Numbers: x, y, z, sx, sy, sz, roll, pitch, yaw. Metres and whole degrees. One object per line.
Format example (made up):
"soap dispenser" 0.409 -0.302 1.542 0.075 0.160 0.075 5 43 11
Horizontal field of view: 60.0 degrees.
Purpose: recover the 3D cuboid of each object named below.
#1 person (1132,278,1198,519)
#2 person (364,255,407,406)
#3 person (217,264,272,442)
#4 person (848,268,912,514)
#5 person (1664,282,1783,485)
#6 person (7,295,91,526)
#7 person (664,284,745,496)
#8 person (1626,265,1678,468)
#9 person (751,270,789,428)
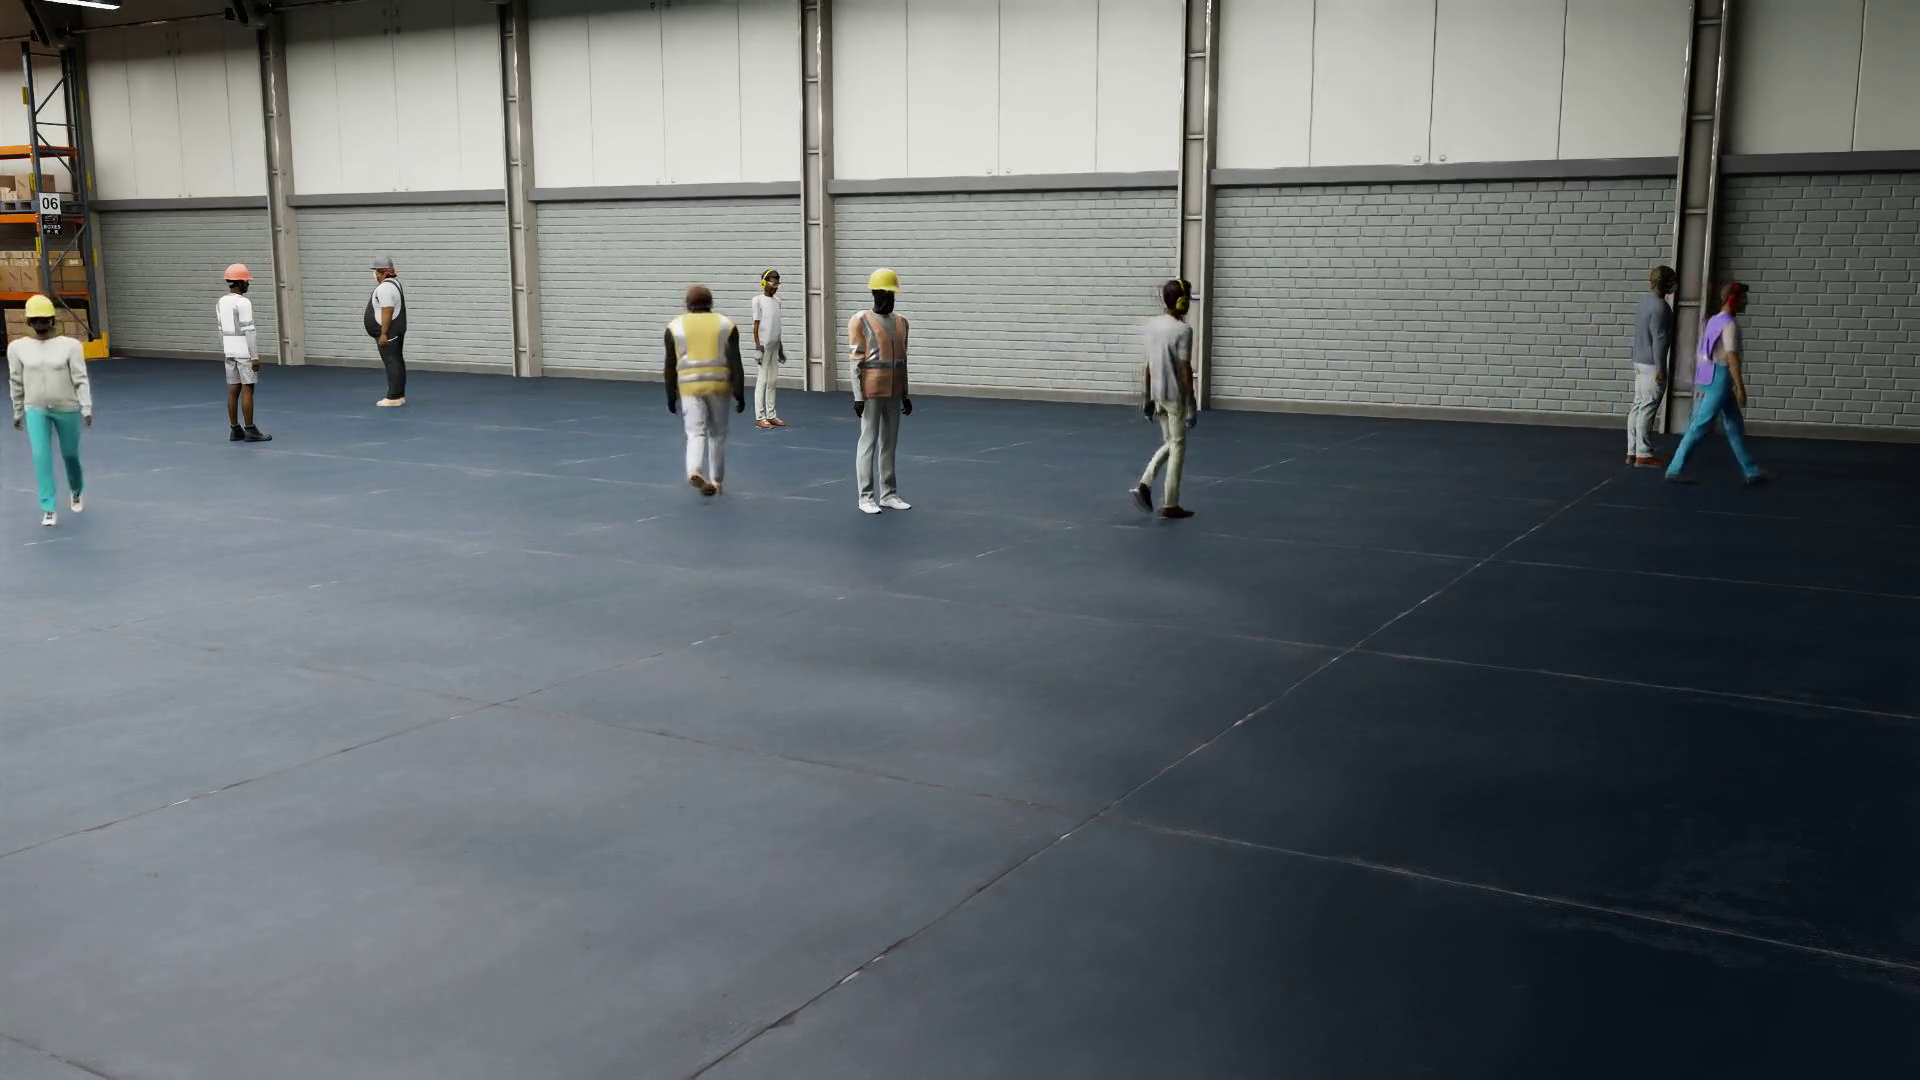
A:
"person" 1.607 -1.072 12.765 0.446 1.852 0.545 -6 11 -32
"person" -7.778 -2.831 22.512 0.536 2.000 0.681 -1 10 -4
"person" -7.832 -2.034 18.151 0.545 1.938 0.360 6 11 32
"person" -0.617 -1.178 13.165 0.360 1.929 0.587 10 14 44
"person" 6.740 -1.359 14.619 0.988 1.787 0.590 3 10 16
"person" -6.974 -1.016 12.786 0.540 1.742 0.819 -4 11 -23
"person" -2.130 -1.230 13.861 0.664 1.804 0.796 -2 10 -10
"person" 6.660 -1.668 16.003 0.354 1.937 0.635 1 10 7
"person" -2.244 -2.255 19.663 0.329 1.865 0.515 6 11 30
